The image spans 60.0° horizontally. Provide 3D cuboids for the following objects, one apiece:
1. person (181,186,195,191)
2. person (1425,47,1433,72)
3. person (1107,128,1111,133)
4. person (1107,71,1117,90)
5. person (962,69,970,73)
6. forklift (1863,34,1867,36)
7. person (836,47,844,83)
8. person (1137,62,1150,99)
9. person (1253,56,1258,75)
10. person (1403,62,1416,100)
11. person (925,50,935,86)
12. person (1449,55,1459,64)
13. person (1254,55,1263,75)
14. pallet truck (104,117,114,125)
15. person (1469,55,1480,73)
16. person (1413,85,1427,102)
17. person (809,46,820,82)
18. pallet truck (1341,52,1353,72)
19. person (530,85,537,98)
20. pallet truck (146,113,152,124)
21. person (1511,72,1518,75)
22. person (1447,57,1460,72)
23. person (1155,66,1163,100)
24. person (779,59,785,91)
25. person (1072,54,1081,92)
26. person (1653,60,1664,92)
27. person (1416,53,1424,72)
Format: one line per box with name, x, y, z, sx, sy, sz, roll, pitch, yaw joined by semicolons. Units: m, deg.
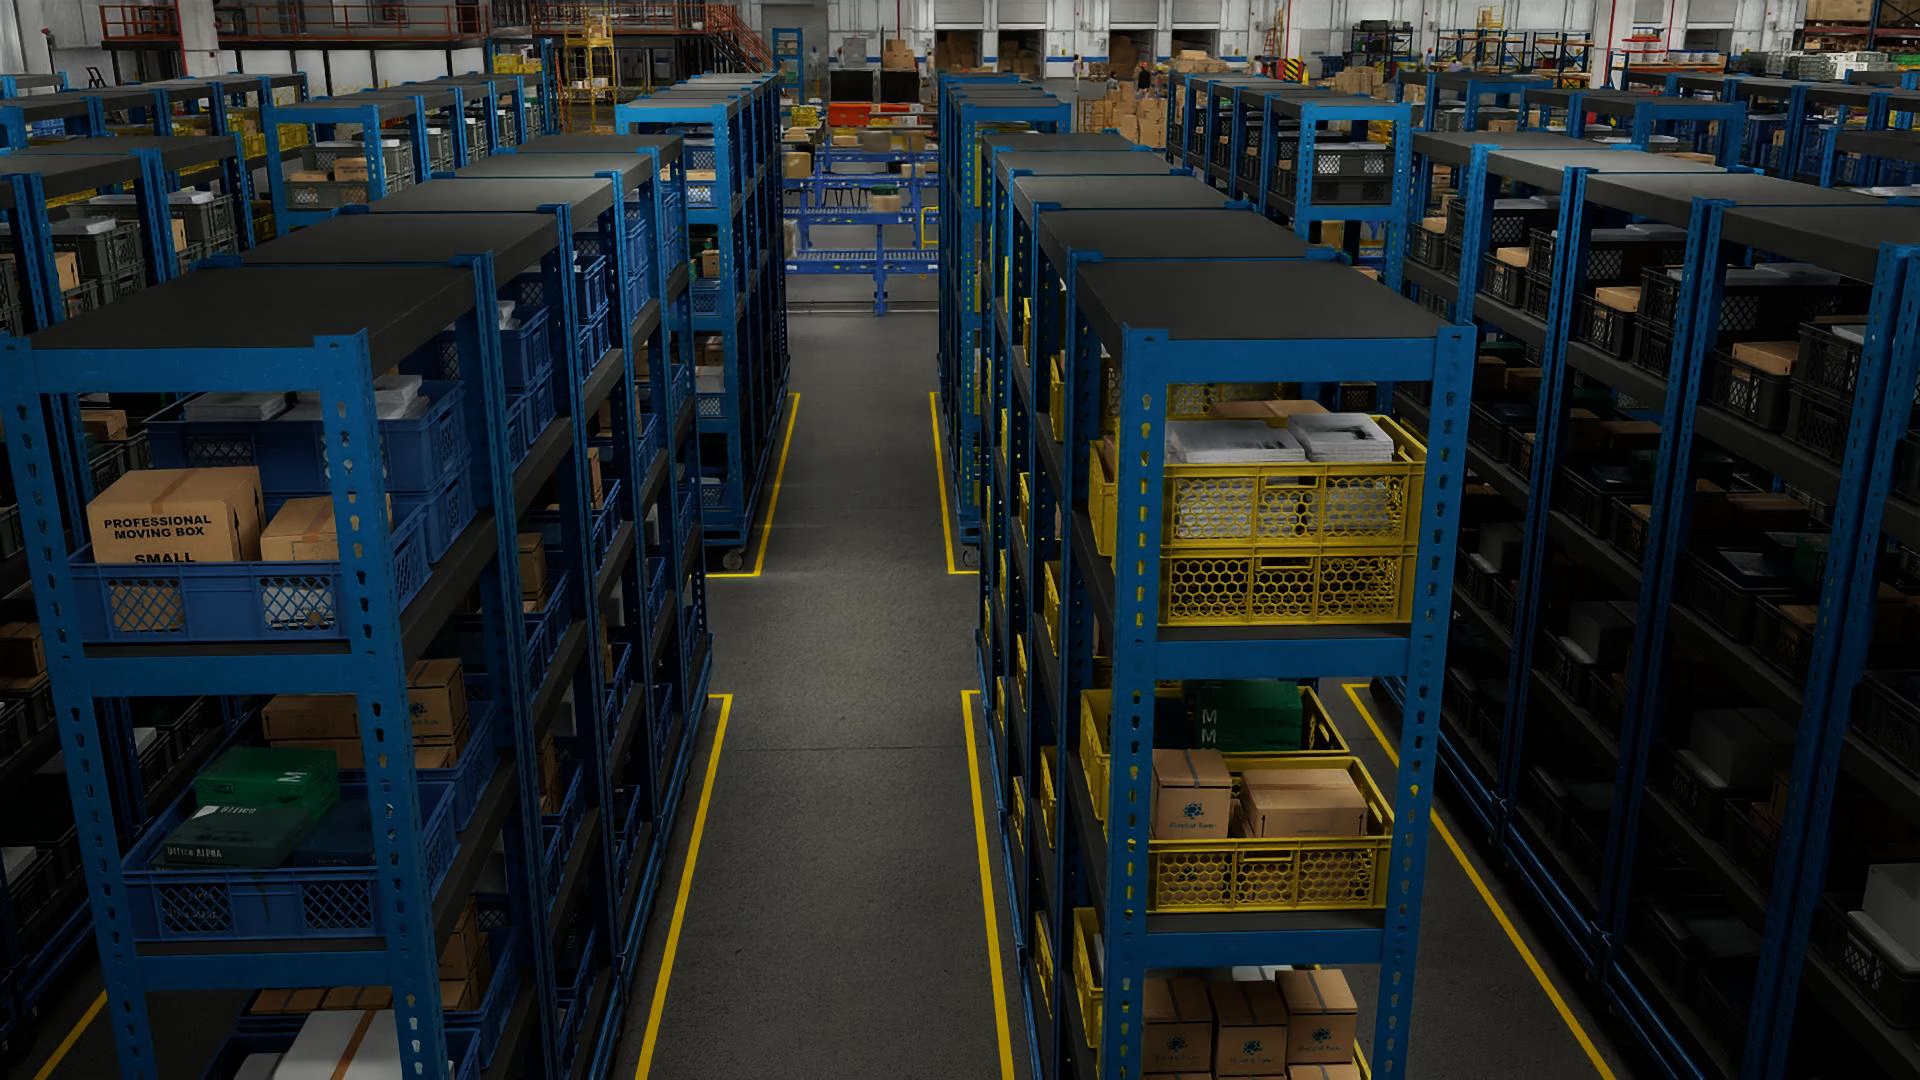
person;-12.528;-5.108;26.748;0.404;1.830;0.601;12;21;32
person;26.037;-26.387;92.432;0.369;1.936;0.543;-1;18;-3
person;3.161;-7.881;35.463;0.548;1.745;0.426;7;19;21
person;5.689;-16.616;62.316;0.322;1.864;0.539;-17;24;-42
person;0.199;-15.828;59.583;0.376;2.042;0.615;-8;19;-23
forklift;46.742;-24.865;86.208;1.873;2.768;1.129;10;20;27
person;-6.673;-26.325;92.259;0.530;1.920;0.578;-12;21;-32
person;7.465;-18.428;67.705;0.382;1.993;0.622;-15;23;-39
person;15.352;-24.274;86.348;0.887;1.642;0.549;13;22;35
person;20.540;-20.931;75.924;0.885;1.700;0.484;12;21;33
person;-1.631;-25.454;89.664;0.585;1.860;1.025;-9;20;-25
person;23.758;-22.427;80.231;0.435;1.911;0.643;-12;22;-33
person;14.309;-22.163;79.385;0.598;1.915;0.633;11;21;30
pallet truck;-18.367;-7.885;35.078;1.885;1.965;0.823;1;18;2
person;24.915;-22.626;80.924;0.991;1.851;0.659;-14;23;-37
person;16.252;-15.560;58.935;0.542;1.931;0.366;-10;21;-29
person;-8.230;-26.938;94.144;0.630;1.932;0.425;-7;19;-20
pallet truck;18.794;-23.123;82.231;0.823;1.965;1.885;-13;22;-35
person;-15.960;-16.724;62.626;0.451;1.870;0.593;1;18;4
pallet truck;-18.087;-8.309;36.390;1.885;1.965;0.823;-1;18;-4
person;18.964;-15.073;57.251;0.663;2.000;0.696;9;20;25
person;23.146;-21.702;78.034;0.598;1.873;1.000;7;19;21
person;8.306;-18.824;69.299;0.313;1.768;0.528;0;18;1
person;-8.698;-22.747;81.317;0.429;1.845;0.621;-7;19;-21
person;5.835;-23.440;83.483;0.429;1.840;0.638;1;18;4
person;30.169;-19.733;71.790;0.362;1.965;0.612;-9;20;-27
person;23.826;-24.314;86.247;0.951;1.799;0.524;-1;18;-3
